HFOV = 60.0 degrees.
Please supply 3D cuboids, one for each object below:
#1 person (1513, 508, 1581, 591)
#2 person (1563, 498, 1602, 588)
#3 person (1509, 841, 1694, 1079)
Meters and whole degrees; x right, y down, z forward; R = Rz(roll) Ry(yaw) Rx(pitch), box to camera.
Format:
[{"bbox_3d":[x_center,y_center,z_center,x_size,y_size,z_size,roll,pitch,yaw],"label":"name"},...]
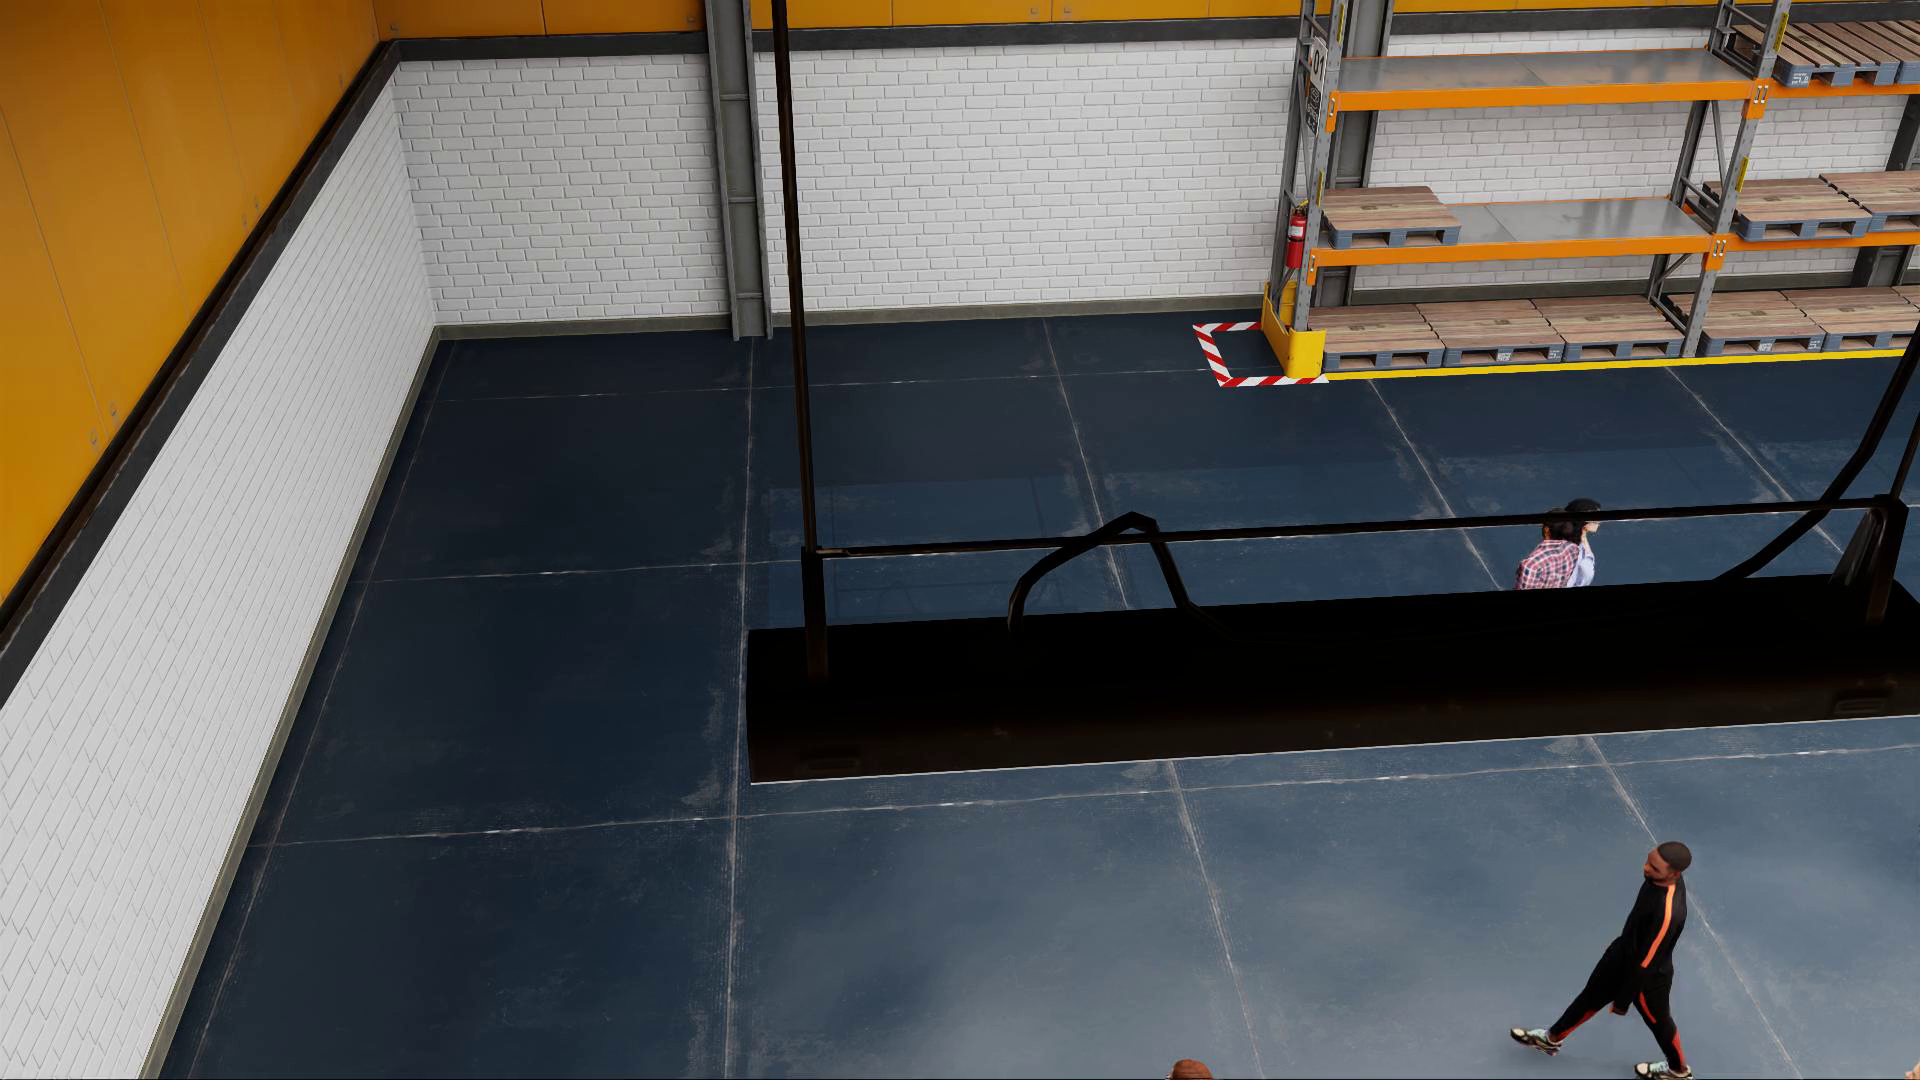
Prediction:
[{"bbox_3d":[3.951,0.544,11.427,0.733,1.760,0.853,-26,42,-34],"label":"person"},{"bbox_3d":[4.069,0.435,11.621,1.015,1.727,0.844,9,35,14],"label":"person"},{"bbox_3d":[3.714,2.291,8.803,1.291,1.756,0.919,9,35,13],"label":"person"}]
